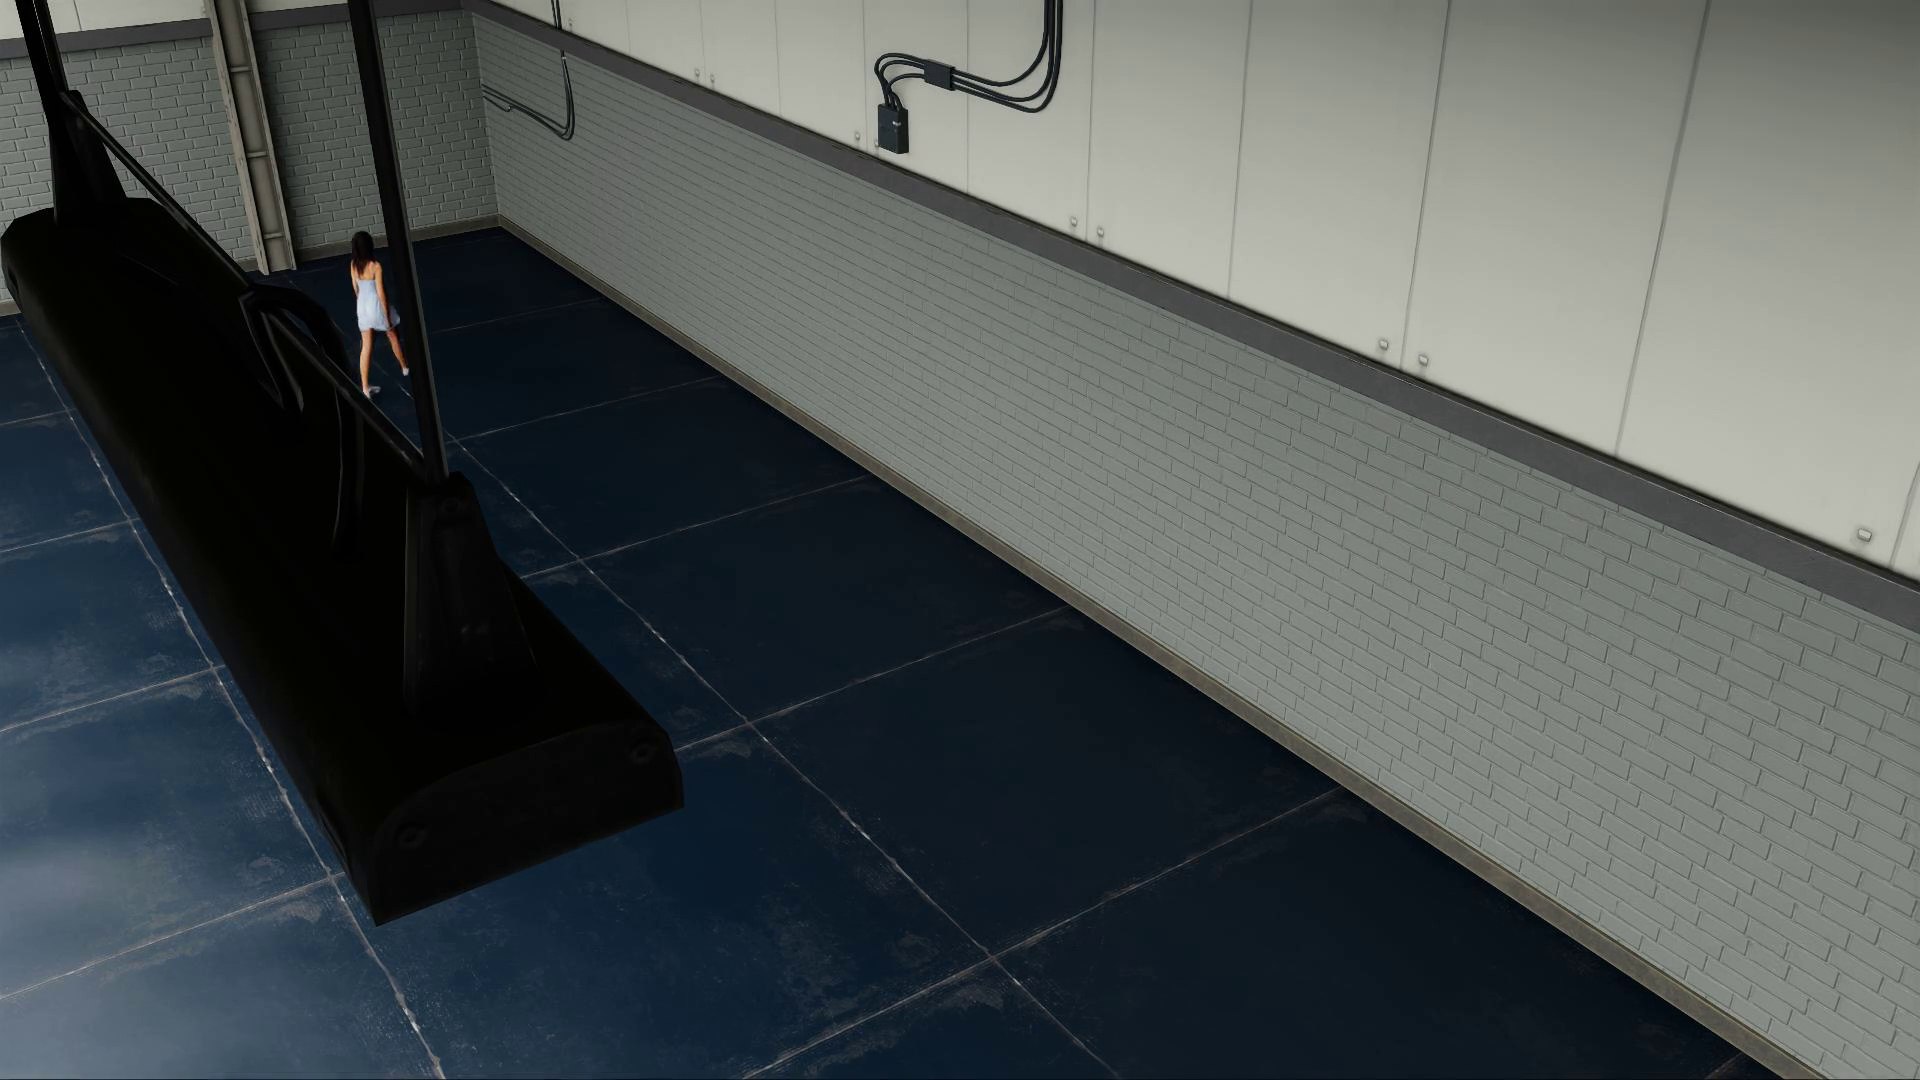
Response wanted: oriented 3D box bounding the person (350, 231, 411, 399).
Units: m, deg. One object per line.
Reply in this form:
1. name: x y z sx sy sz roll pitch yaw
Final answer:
1. person: -6.056 -2.276 17.027 1.051 1.676 1.198 8 29 15
